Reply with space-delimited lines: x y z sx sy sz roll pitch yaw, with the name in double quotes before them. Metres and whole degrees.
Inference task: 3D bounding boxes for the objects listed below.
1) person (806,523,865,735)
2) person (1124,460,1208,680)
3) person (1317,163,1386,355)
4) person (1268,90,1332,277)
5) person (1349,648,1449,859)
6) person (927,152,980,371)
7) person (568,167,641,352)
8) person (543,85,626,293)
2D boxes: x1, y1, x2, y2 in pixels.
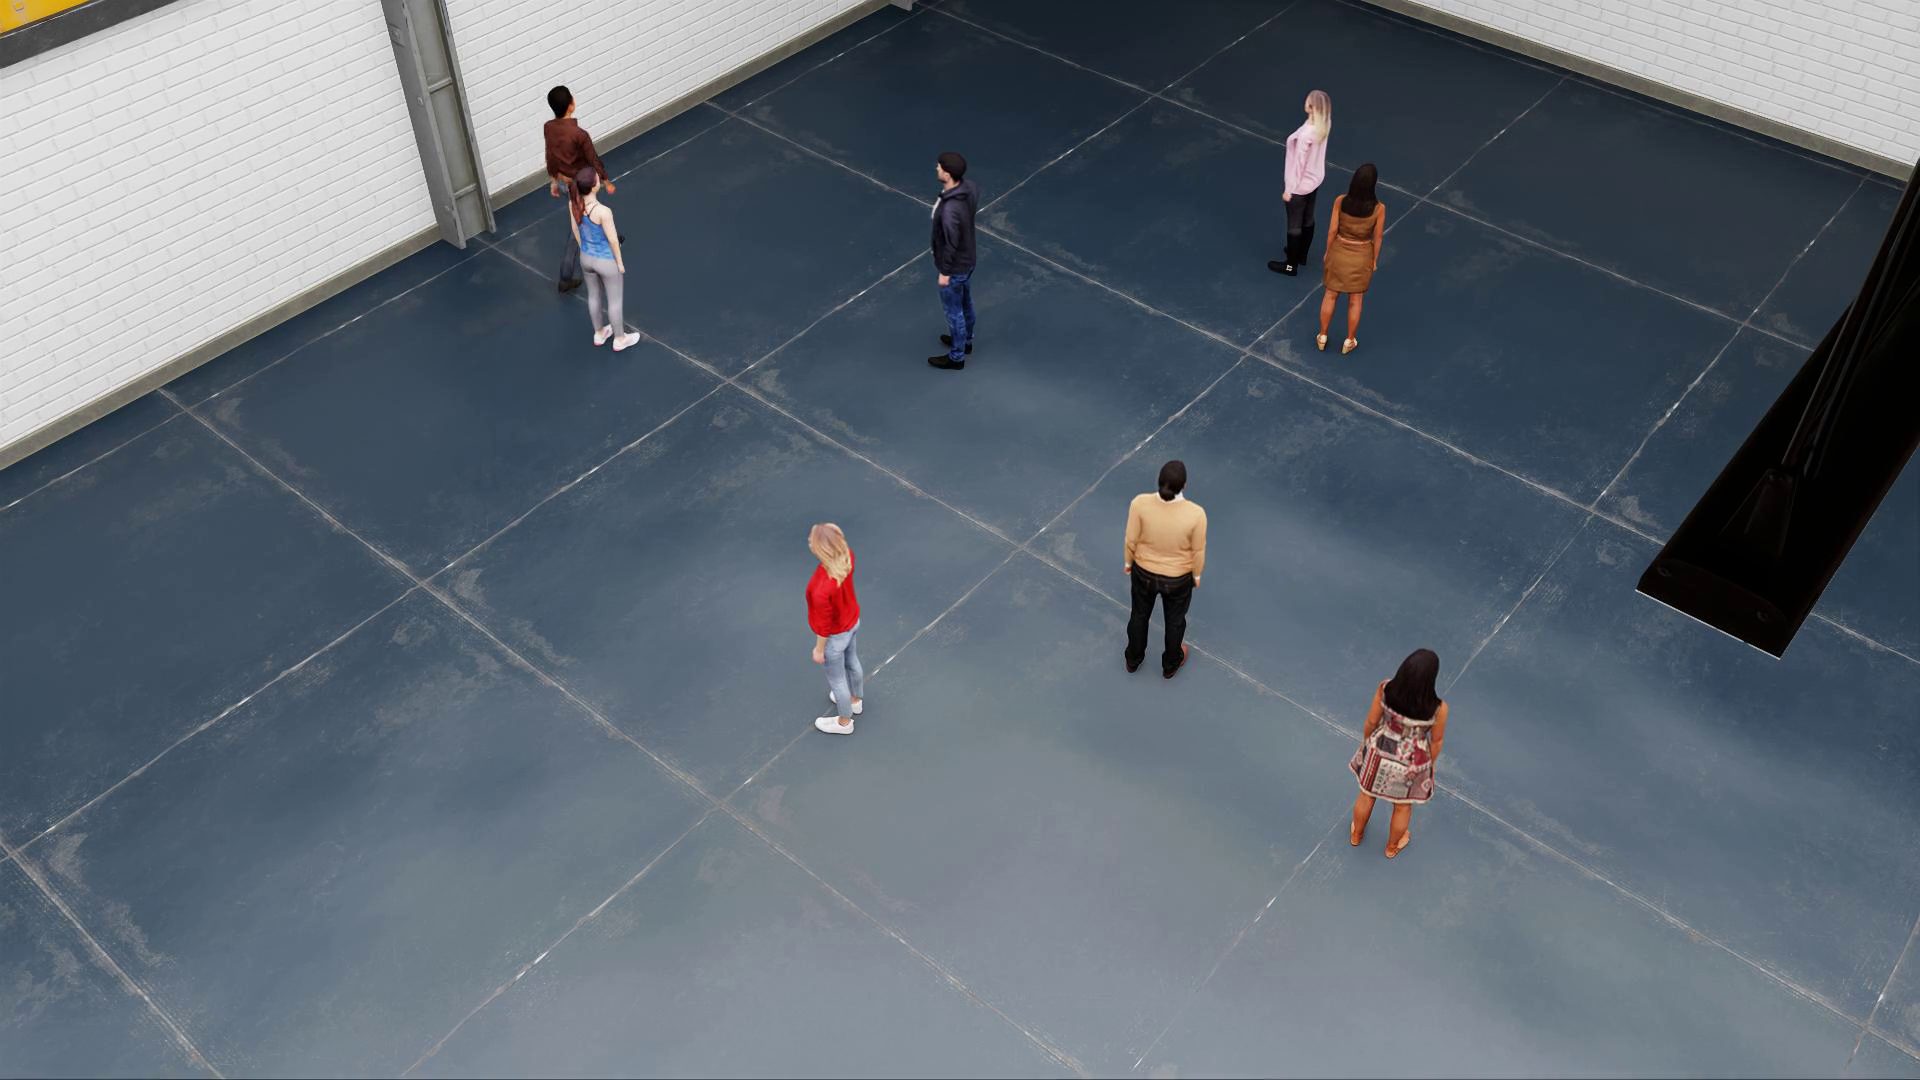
"person" -0.756 0.545 10.193 0.734 1.705 0.566 14 45 15
"person" 1.279 0.189 10.531 0.745 1.754 0.726 11 45 11
"person" 3.069 -2.208 13.094 0.638 1.689 0.625 13 45 13
"person" 2.891 -2.995 13.920 0.648 1.688 0.464 30 51 27
"person" 2.506 1.219 9.529 0.694 1.645 0.601 20 47 20
"person" -0.026 -2.167 12.902 0.809 1.895 0.655 13 45 13
"person" -2.855 -2.227 13.172 0.602 1.608 0.575 20 47 20
"person" -3.210 -2.857 13.740 0.701 1.737 1.159 26 49 24
